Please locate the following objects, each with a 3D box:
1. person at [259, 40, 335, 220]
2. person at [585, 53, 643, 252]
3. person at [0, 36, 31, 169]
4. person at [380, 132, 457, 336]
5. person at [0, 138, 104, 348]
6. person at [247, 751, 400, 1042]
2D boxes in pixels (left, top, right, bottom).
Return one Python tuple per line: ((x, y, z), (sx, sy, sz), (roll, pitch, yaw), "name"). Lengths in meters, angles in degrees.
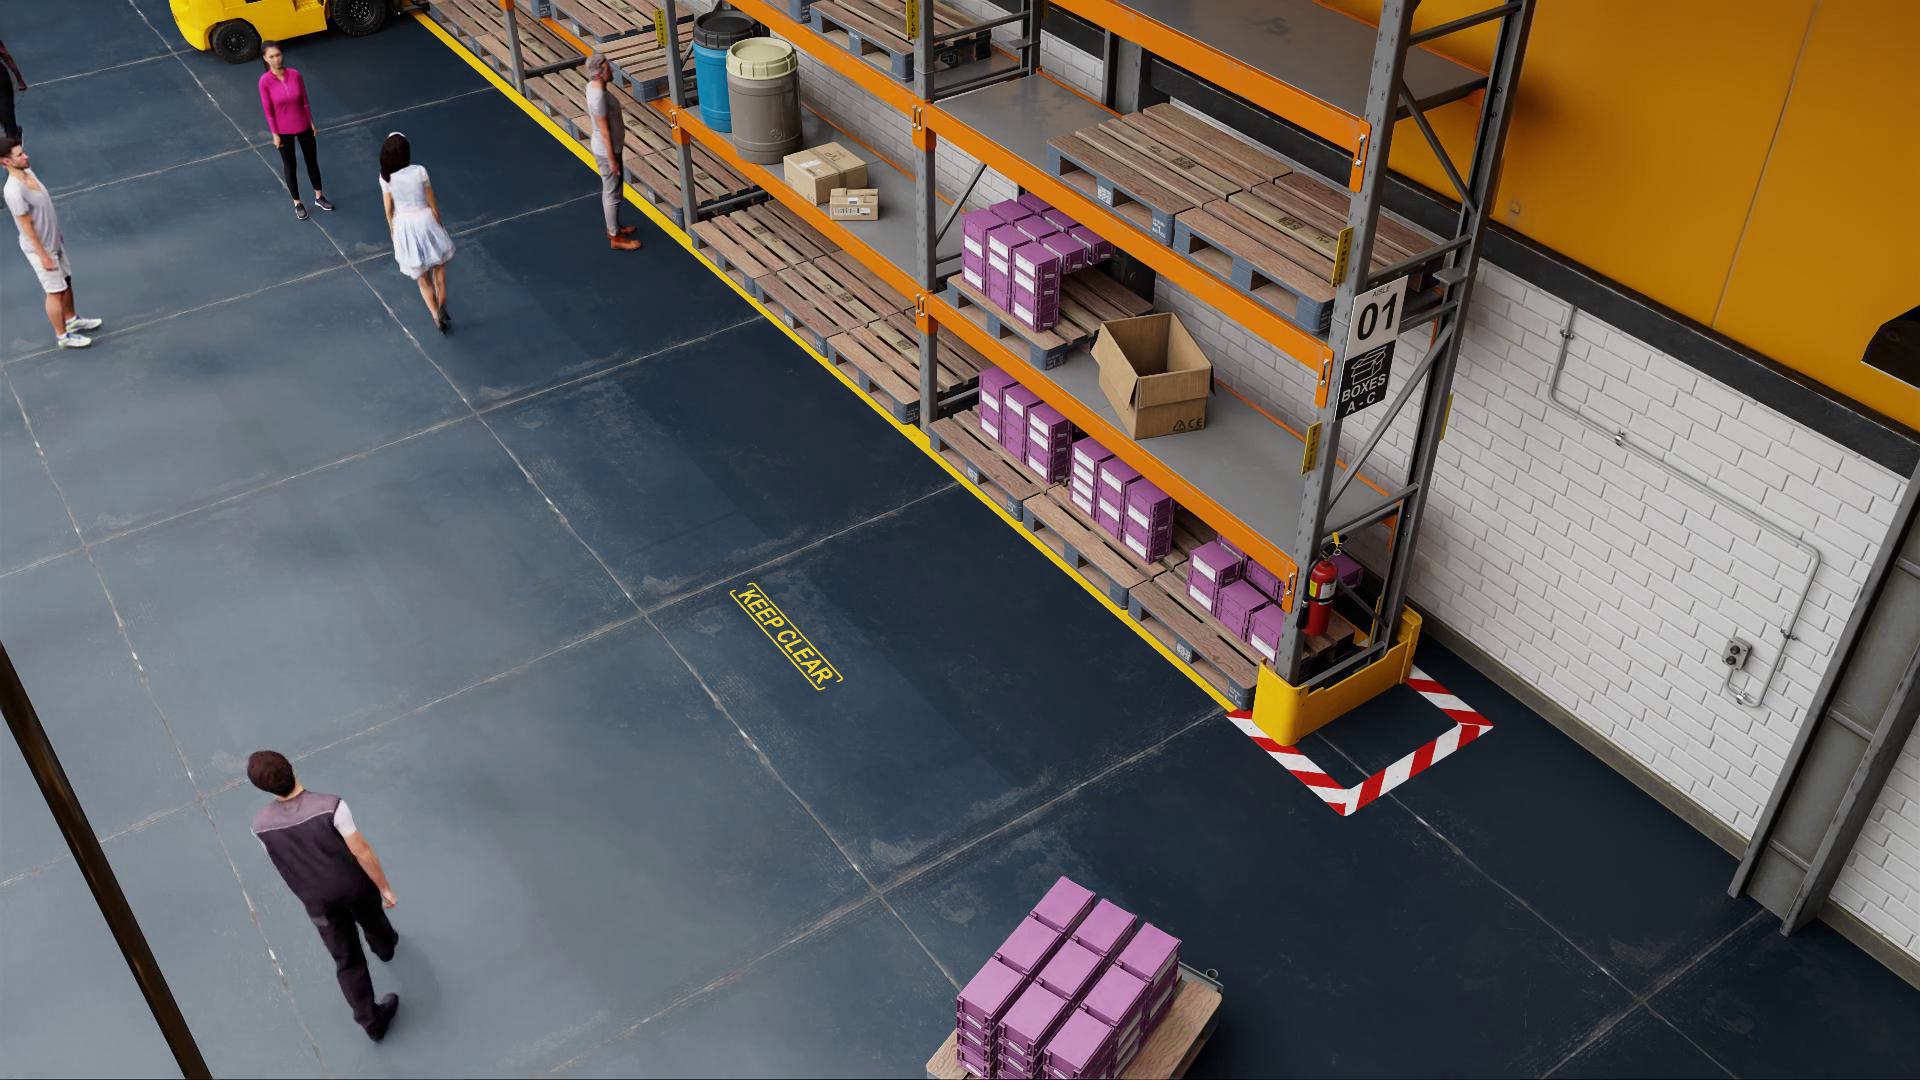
((-6.295, -3.882, 15.674), (0.617, 1.699, 0.605), (-30, 47, -32), "person")
((-3.213, -3.541, 15.140), (0.822, 1.832, 0.625), (-10, 40, -13), "person")
((-9.510, -4.425, 16.341), (0.896, 1.714, 1.236), (-10, 40, -12), "person")
((-4.491, -2.483, 13.834), (0.783, 1.807, 0.889), (-11, 40, -14), "person")
((-7.616, -2.464, 13.779), (0.803, 1.848, 0.645), (-8, 39, -10), "person")
((-3.143, 1.833, 8.437), (0.943, 1.798, 1.133), (-5, 39, -6), "person")
